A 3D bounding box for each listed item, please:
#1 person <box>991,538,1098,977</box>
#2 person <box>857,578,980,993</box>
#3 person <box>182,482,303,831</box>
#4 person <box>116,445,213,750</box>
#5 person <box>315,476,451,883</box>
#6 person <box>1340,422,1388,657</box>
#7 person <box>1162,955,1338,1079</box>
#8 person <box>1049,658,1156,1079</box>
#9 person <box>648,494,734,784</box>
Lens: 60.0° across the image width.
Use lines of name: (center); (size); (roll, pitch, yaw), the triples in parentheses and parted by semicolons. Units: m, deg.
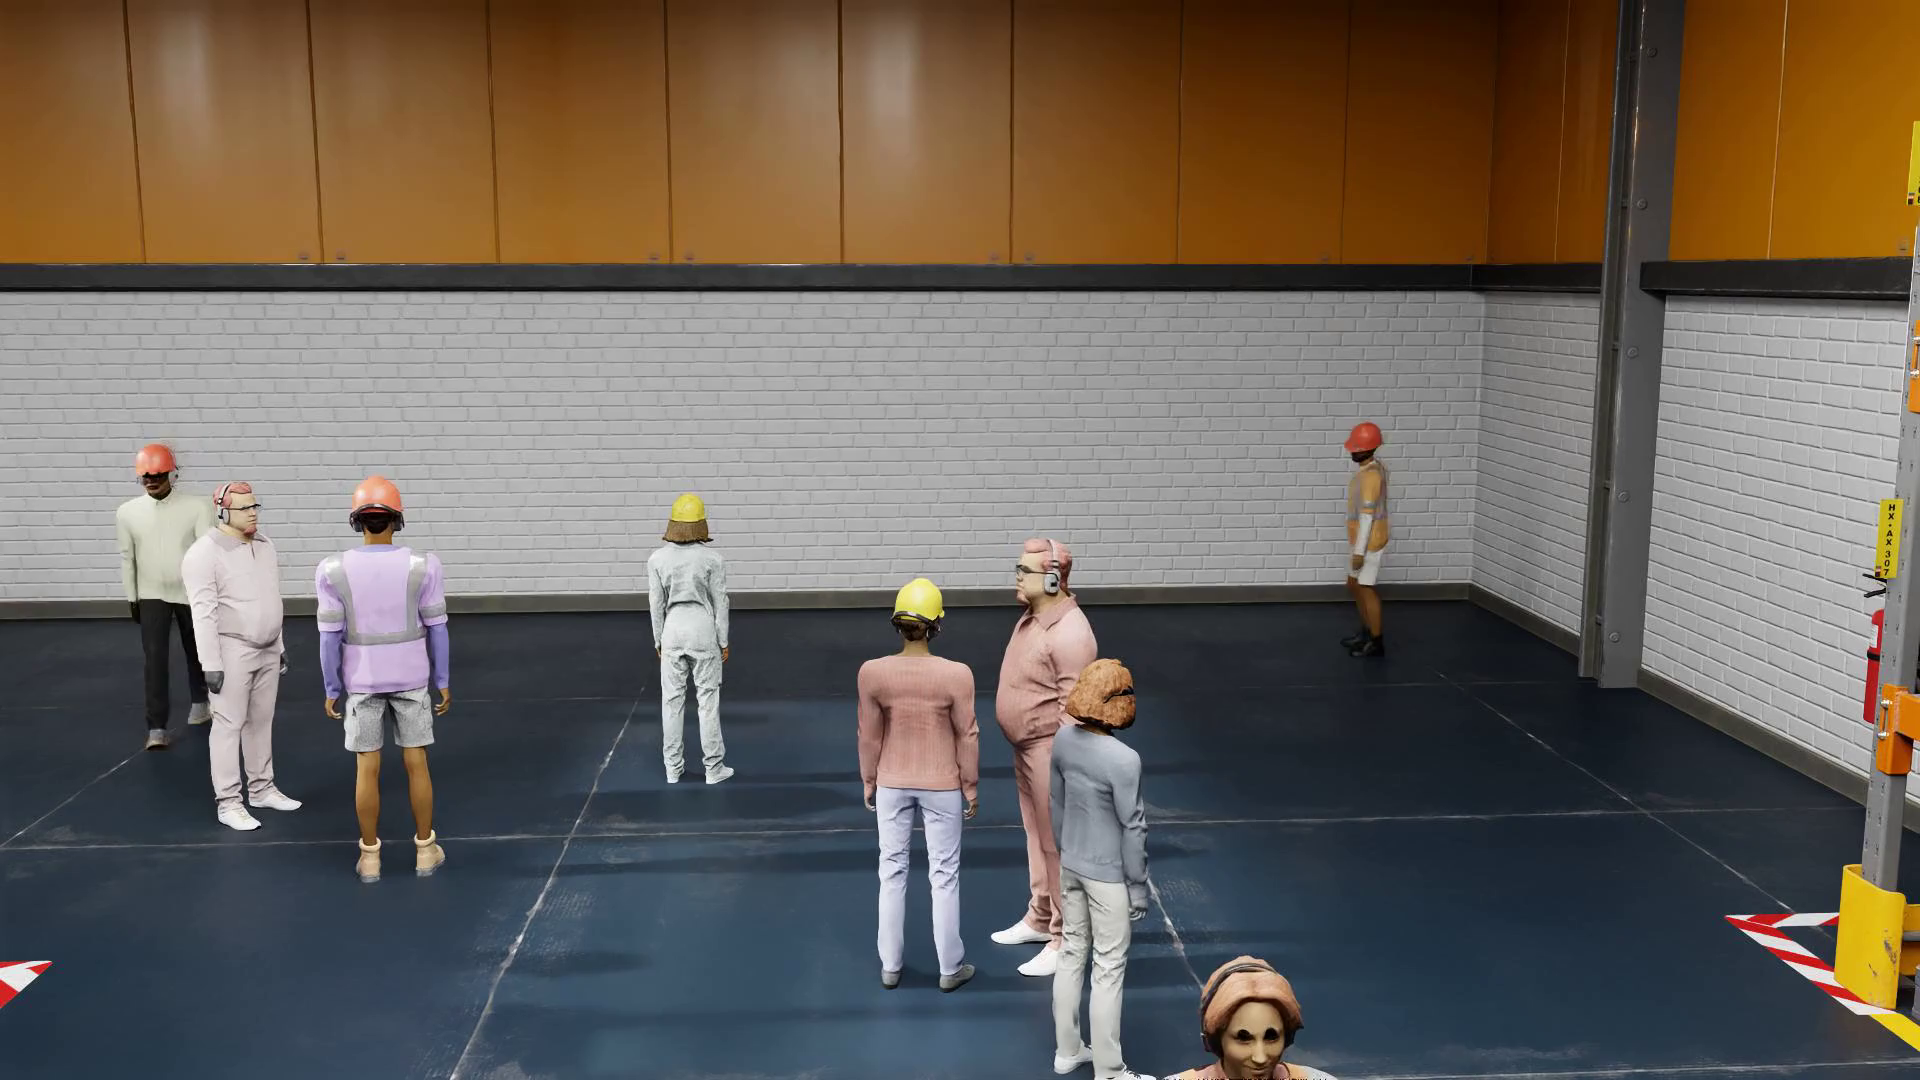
person: (0.354, 0.933, 7.266); (0.404, 1.913, 0.637); (-2, 9, -14)
person: (-0.172, 1.039, 7.048); (0.524, 1.770, 0.315); (2, 9, 12)
person: (-3.948, 0.626, 9.207); (0.410, 1.909, 0.642); (2, 9, 14)
person: (-5.183, 0.336, 10.928); (0.607, 1.945, 1.030); (-3, 10, -18)
person: (-2.877, 0.695, 8.350); (0.615, 2.041, 0.378); (-3, 9, -17)
person: (3.197, 0.007, 13.135); (0.433, 1.900, 0.596); (1, 9, 7)
person: (0.585, 1.664, 3.522); (0.515, 1.640, 0.315); (-2, 9, -11)
person: (0.523, 1.242, 6.193); (0.280, 1.633, 0.502); (-6, 11, -34)
person: (-1.604, 0.592, 9.931); (0.485, 1.744, 0.294); (1, 9, 8)
